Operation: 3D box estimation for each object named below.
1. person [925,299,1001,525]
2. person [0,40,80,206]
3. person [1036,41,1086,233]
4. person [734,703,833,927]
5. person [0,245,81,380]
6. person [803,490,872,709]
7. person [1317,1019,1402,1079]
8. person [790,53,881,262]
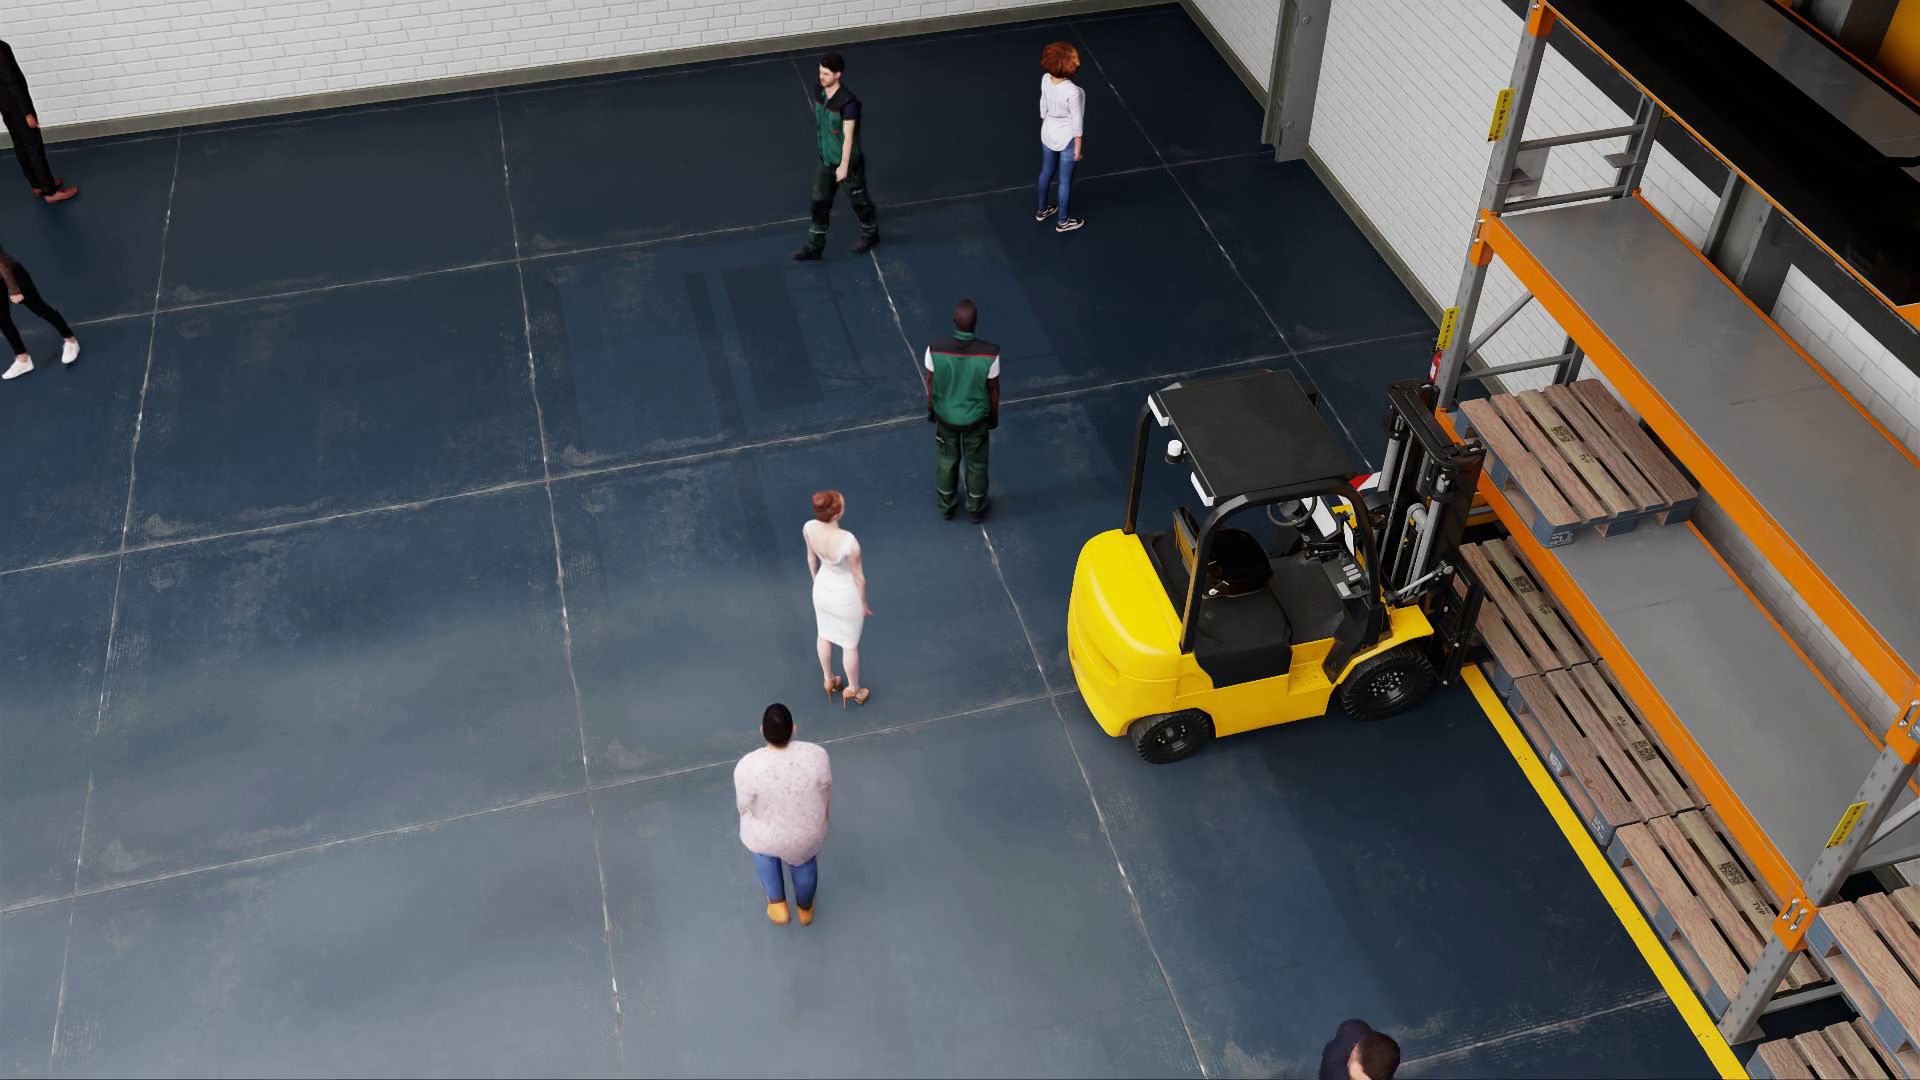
[{"bbox_3d":[0.015,-0.876,11.528,0.751,1.838,0.734,4,44,4],"label":"person"},{"bbox_3d":[-8.351,-3.851,14.623,0.717,1.877,0.828,30,51,27],"label":"person"},{"bbox_3d":[0.854,-3.496,14.369,0.795,1.713,0.685,-29,51,-27],"label":"person"},{"bbox_3d":[-0.949,1.572,9.035,0.694,1.732,0.666,-8,44,-9],"label":"person"},{"bbox_3d":[-7.328,-2.038,12.879,0.877,1.658,0.952,17,46,17],"label":"person"},{"bbox_3d":[-0.767,0.365,10.260,0.615,1.791,0.688,24,49,24],"label":"person"},{"bbox_3d":[1.800,2.657,7.820,0.931,1.837,0.502,3,44,3],"label":"person"},{"bbox_3d":[-0.921,-3.228,13.983,1.162,1.859,1.089,34,53,31],"label":"person"}]
